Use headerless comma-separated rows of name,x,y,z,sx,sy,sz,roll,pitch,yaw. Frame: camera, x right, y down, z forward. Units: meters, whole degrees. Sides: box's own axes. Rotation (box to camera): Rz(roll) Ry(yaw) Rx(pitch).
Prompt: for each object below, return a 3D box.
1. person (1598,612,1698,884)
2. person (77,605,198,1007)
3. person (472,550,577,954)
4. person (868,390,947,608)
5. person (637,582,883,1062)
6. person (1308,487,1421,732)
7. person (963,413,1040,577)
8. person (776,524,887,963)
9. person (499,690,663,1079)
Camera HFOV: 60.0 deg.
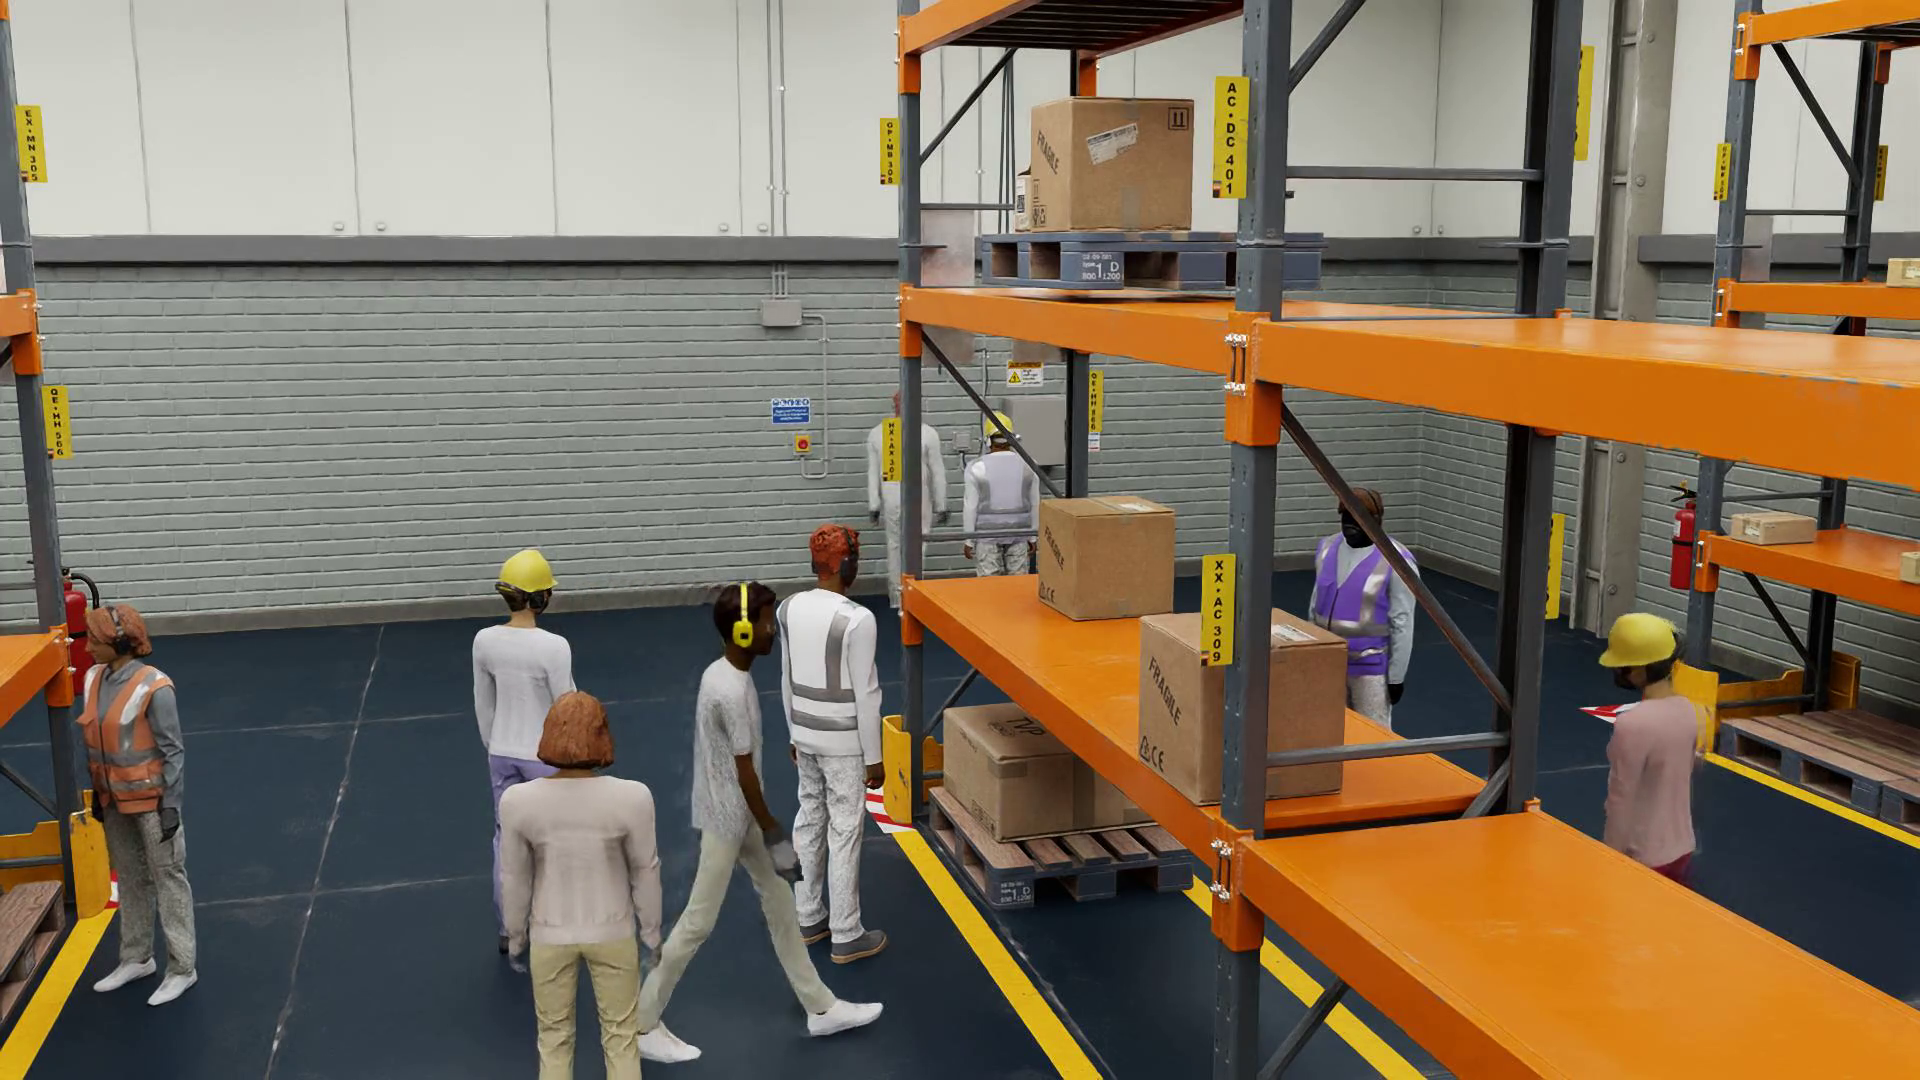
person,2.494,1.123,5.994,0.580,1.748,0.428,-8,13,-39
person,-3.314,1.057,6.700,0.515,1.636,0.315,5,11,27
person,-1.825,0.919,7.114,0.523,1.769,0.317,5,11,25
person,-0.430,-0.332,13.890,0.659,1.907,0.402,5,11,25
person,-0.824,1.058,6.200,0.997,1.816,0.534,-1,10,-4
person,2.036,0.635,8.557,0.429,1.837,0.628,-7,12,-36
person,0.304,-0.035,12.382,0.586,1.827,0.404,-2,10,-12
person,-0.543,0.862,7.127,0.575,1.880,0.359,10,14,44
person,-1.215,1.290,5.379,0.507,1.631,0.266,-1,10,-5
